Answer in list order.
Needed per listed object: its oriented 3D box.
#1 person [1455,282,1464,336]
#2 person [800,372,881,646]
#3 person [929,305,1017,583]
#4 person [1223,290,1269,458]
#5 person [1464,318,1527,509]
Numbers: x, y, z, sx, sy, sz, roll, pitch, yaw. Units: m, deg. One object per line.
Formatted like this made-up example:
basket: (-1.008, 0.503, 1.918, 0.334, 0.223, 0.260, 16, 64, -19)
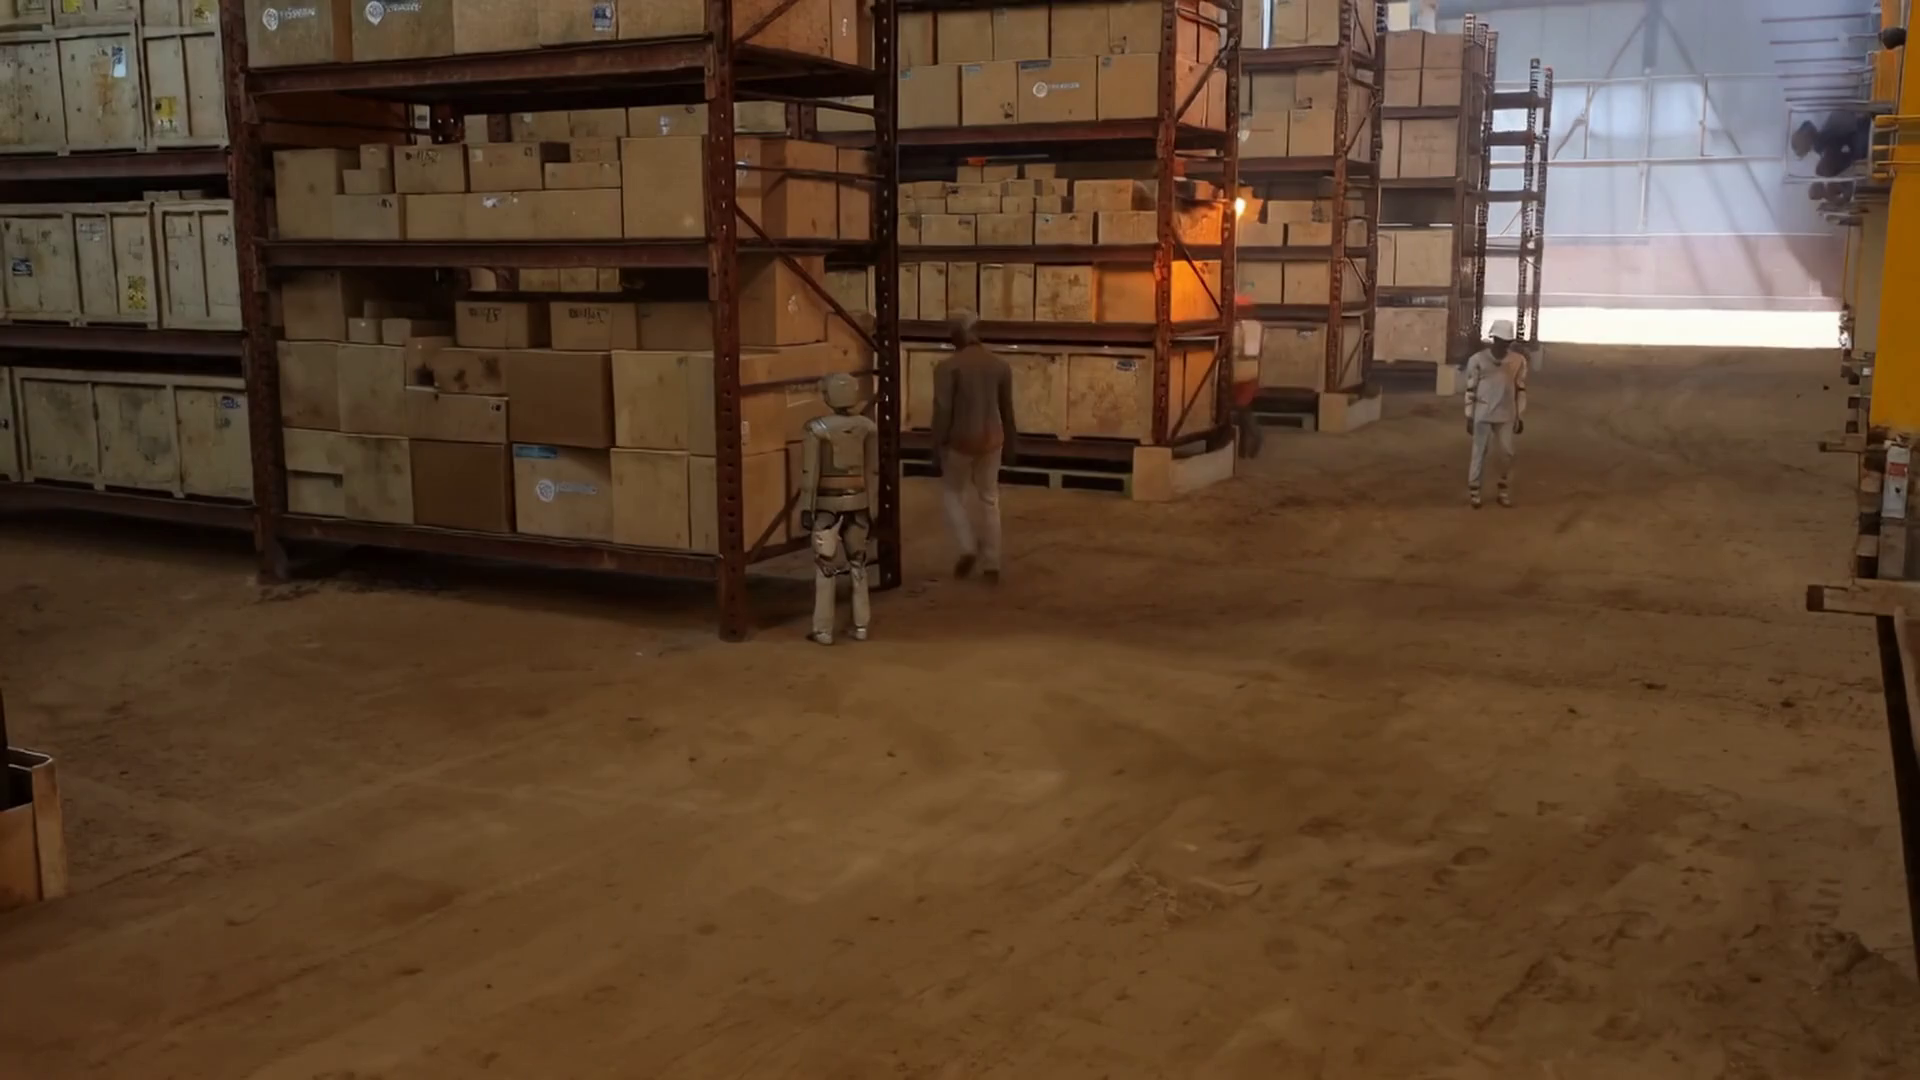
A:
person: (11.224, -4.928, 37.209, 0.498, 1.705, 0.691, -7, 12, -36)
person: (-0.705, -0.182, 9.917, 0.525, 1.632, 0.312, -6, 11, -31)
person: (0.081, -0.676, 11.807, 0.685, 1.961, 0.560, -4, 10, -21)
person: (3.249, -1.854, 18.786, 0.552, 1.917, 0.719, -7, 12, -35)
person: (4.896, -1.150, 15.191, 0.567, 1.744, 0.351, 0, 10, -1)
